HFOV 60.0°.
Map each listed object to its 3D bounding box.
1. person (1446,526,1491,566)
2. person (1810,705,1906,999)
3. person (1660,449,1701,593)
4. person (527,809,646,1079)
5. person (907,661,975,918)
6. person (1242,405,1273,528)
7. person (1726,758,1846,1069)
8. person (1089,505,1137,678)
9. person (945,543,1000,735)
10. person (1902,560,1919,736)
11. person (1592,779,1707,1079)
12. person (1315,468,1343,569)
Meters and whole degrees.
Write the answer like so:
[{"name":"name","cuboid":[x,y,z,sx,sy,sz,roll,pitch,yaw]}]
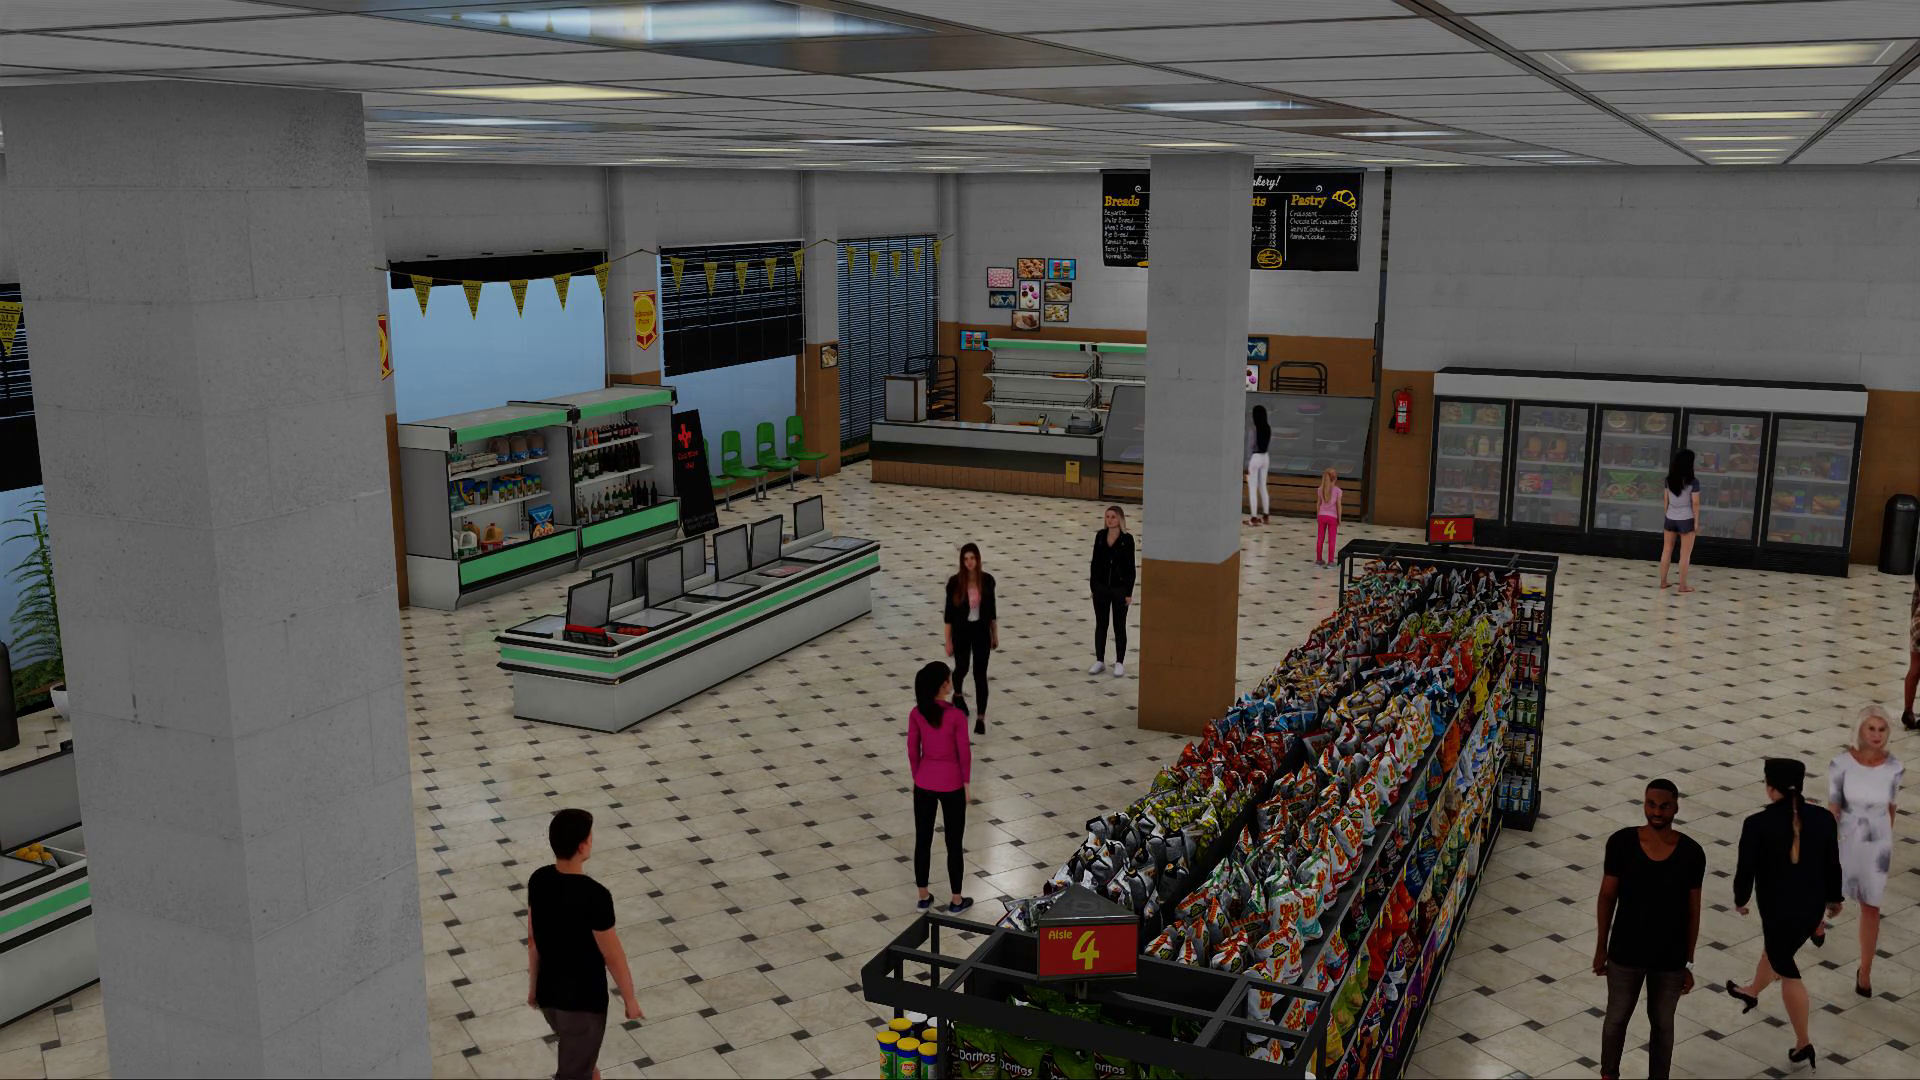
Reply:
[{"name":"person","cuboid":[4.543,0.765,14.734,1.297,1.804,1.015,-9,15,-37]},{"name":"person","cuboid":[5.371,1.807,10.036,0.727,1.700,1.171,3,12,14]},{"name":"person","cuboid":[8.560,-0.246,19.770,0.690,1.707,0.679,-8,14,-34]},{"name":"person","cuboid":[-1.903,2.195,7.865,0.800,1.837,1.054,8,14,34]},{"name":"person","cuboid":[-0.141,1.624,10.909,0.584,1.699,0.559,4,13,20]},{"name":"person","cuboid":[4.232,-1.064,23.615,0.607,1.724,0.729,-8,14,-35]},{"name":"person","cuboid":[4.531,2.063,9.027,1.086,1.615,1.227,-1,12,-6]},{"name":"person","cuboid":[1.496,0.491,16.323,0.608,1.686,0.533,5,13,22]},{"name":"person","cuboid":[0.082,0.831,14.734,1.049,1.674,1.259,-2,12,-10]},{"name":"person","cuboid":[8.469,0.817,14.515,0.739,1.793,0.659,-3,12,-12]},{"name":"person","cuboid":[3.509,2.079,8.488,0.640,1.806,0.526,5,13,22]},{"name":"person","cuboid":[4.653,-0.289,21.031,0.490,1.272,0.512,7,14,30]}]
